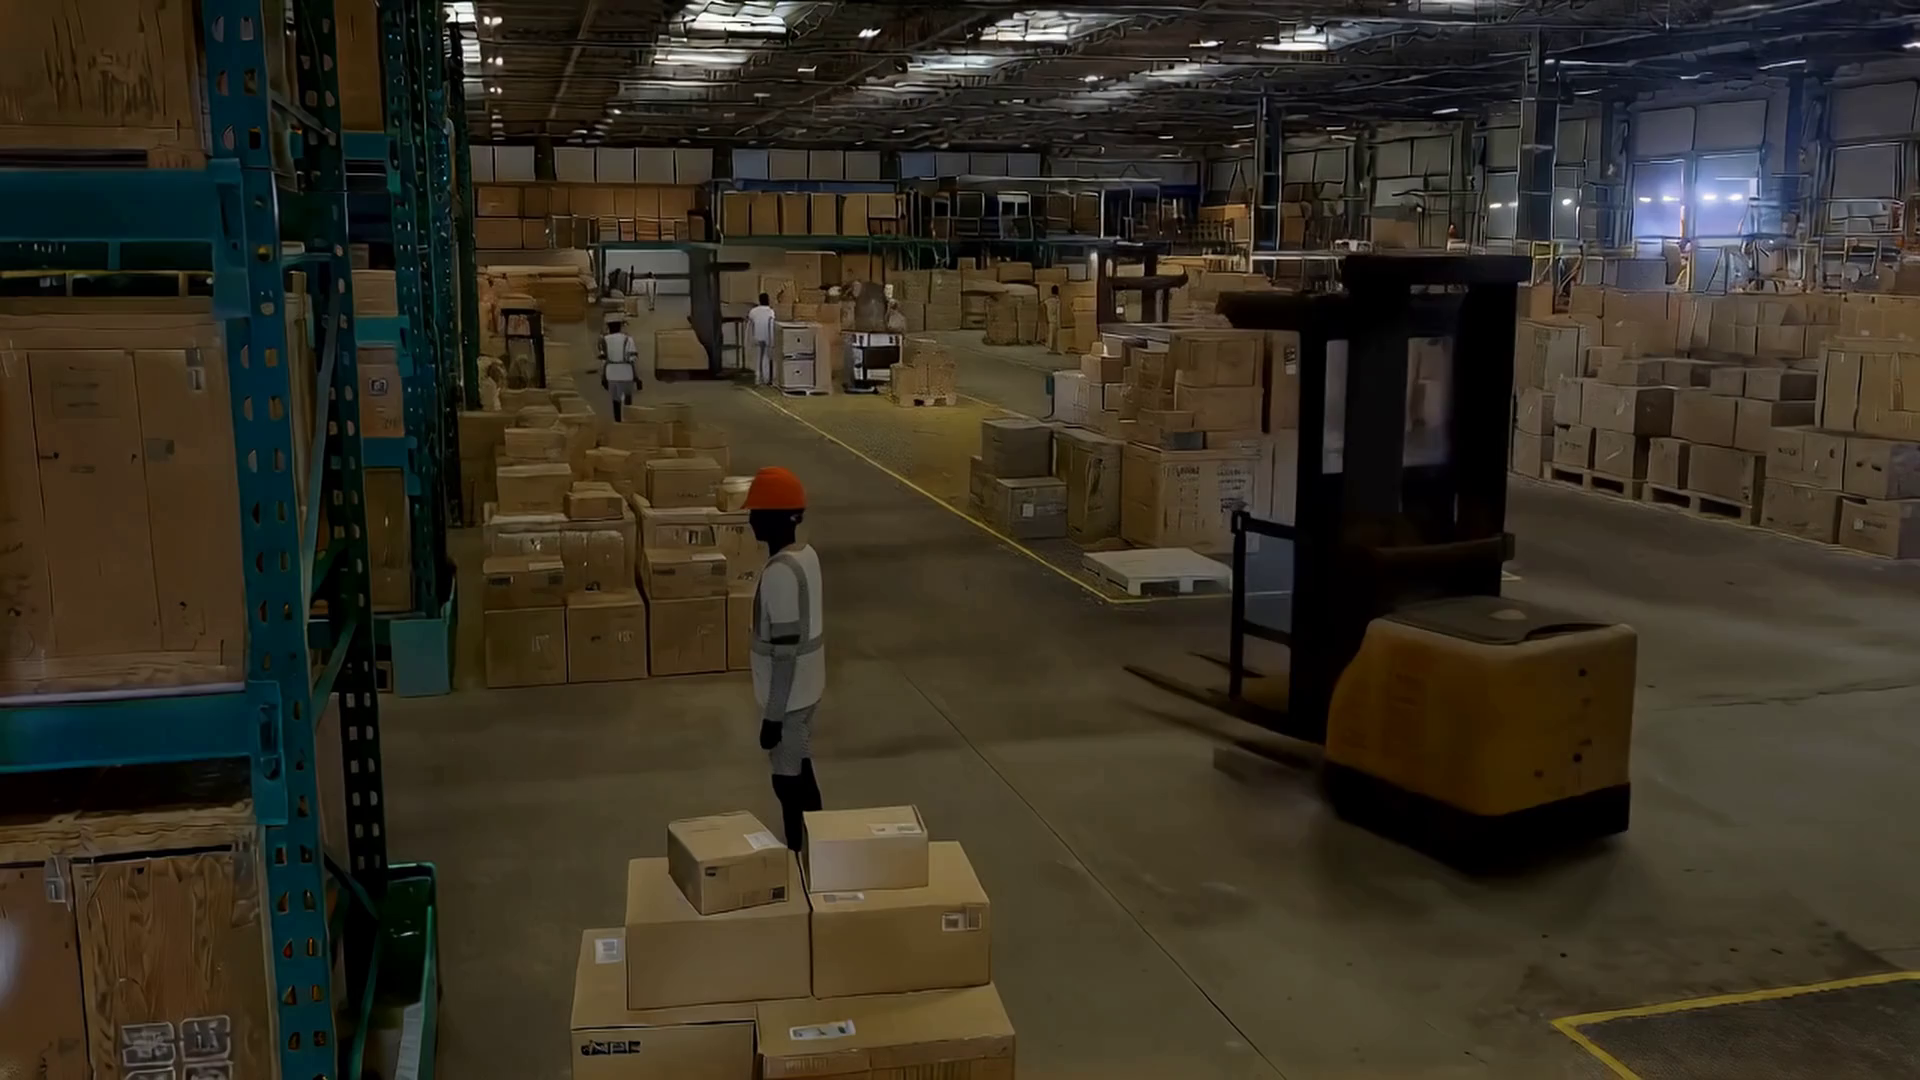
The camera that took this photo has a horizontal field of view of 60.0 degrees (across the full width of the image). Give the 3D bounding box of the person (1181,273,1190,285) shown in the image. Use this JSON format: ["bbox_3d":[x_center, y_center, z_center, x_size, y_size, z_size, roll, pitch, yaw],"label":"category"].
[{"bbox_3d":[8.399,-9.066,62.370,0.350,1.878,0.567,-6,12,-30],"label":"person"}]

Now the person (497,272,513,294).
[{"bbox_3d":[-15.986,-8.464,58.736,0.994,1.944,0.622,4,11,23],"label":"person"}]

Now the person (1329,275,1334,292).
[{"bbox_3d":[12.571,-7.872,55.509,0.722,1.911,0.661,6,12,29],"label":"person"}]

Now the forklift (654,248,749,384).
[{"bbox_3d":[-5.469,-4.718,34.891,1.873,2.768,1.129,-3,10,-15],"label":"forklift"}]

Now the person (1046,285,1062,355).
[{"bbox_3d":[2.487,-5.830,44.092,0.318,1.858,0.527,-9,14,-42],"label":"person"}]

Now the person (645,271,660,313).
[{"bbox_3d":[-13.176,-10.611,71.249,0.608,1.821,0.545,-1,10,-8],"label":"person"}]

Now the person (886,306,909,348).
[{"bbox_3d":[-1.379,-4.192,35.525,0.517,1.597,0.800,8,13,39],"label":"person"}]

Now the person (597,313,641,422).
[{"bbox_3d":[-5.013,-2.399,24.579,0.630,1.881,0.788,-1,10,-4],"label":"person"}]

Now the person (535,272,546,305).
[{"bbox_3d":[-18.690,-11.077,74.150,0.484,1.724,0.391,-4,11,-22],"label":"person"}]

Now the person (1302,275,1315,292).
[{"bbox_3d":[10.185,-6.698,48.476,0.537,2.000,0.689,1,10,7],"label":"person"}]

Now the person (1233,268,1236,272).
[{"bbox_3d":[13.921,-12.956,84.470,0.506,1.846,0.345,6,12,30],"label":"person"}]

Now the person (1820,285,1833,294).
[{"bbox_3d":[22.424,-5.617,42.865,0.994,1.877,0.606,3,10,16],"label":"person"}]

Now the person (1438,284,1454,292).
[{"bbox_3d":[15.783,-7.640,54.164,0.390,1.922,0.585,-9,14,-42],"label":"person"}]

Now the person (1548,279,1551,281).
[{"bbox_3d":[17.070,-6.633,48.448,0.449,1.929,0.664,7,12,34],"label":"person"}]

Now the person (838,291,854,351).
[{"bbox_3d":[-3.060,-5.842,44.649,0.470,1.687,0.537,6,12,30],"label":"person"}]

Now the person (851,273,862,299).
[{"bbox_3d":[-3.780,-8.813,60.814,0.754,1.919,0.554,-8,13,-38],"label":"person"}]

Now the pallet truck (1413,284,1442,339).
[{"bbox_3d":[14.620,-7.324,52.145,0.823,1.965,1.885,8,13,40],"label":"pallet truck"}]

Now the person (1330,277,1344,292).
[{"bbox_3d":[12.344,-7.676,54.461,0.572,1.883,0.354,-6,11,-29],"label":"person"}]

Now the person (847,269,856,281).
[{"bbox_3d":[-4.573,-10.313,69.238,0.357,1.937,0.551,-9,14,-43],"label":"person"}]

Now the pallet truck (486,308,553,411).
[{"bbox_3d":[-6.242,-2.418,24.362,0.823,1.965,1.885,1,10,3],"label":"pallet truck"}]

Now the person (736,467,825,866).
[{"bbox_3d":[-0.772,0.651,7.156,0.364,1.935,0.553,1,10,7],"label":"person"}]

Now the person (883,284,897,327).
[{"bbox_3d":[-1.681,-5.187,40.133,0.362,1.965,0.611,1,10,4],"label":"person"}]

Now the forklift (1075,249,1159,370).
[{"bbox_3d":[2.515,-3.030,25.328,1.129,2.768,1.873,-3,10,-15],"label":"forklift"}]

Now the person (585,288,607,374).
[{"bbox_3d":[-8.197,-4.696,37.438,0.633,1.939,0.363,8,13,39],"label":"person"}]

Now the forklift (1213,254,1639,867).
[{"bbox_3d":[2.335,-0.022,8.298,1.129,2.768,1.873,-6,12,-30],"label":"forklift"}]

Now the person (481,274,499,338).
[{"bbox_3d":[-14.607,-7.364,52.346,0.928,2.020,0.614,-1,10,-6],"label":"person"}]

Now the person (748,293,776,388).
[{"bbox_3d":[-3.994,-4.050,33.791,0.639,1.932,0.387,5,11,24],"label":"person"}]
